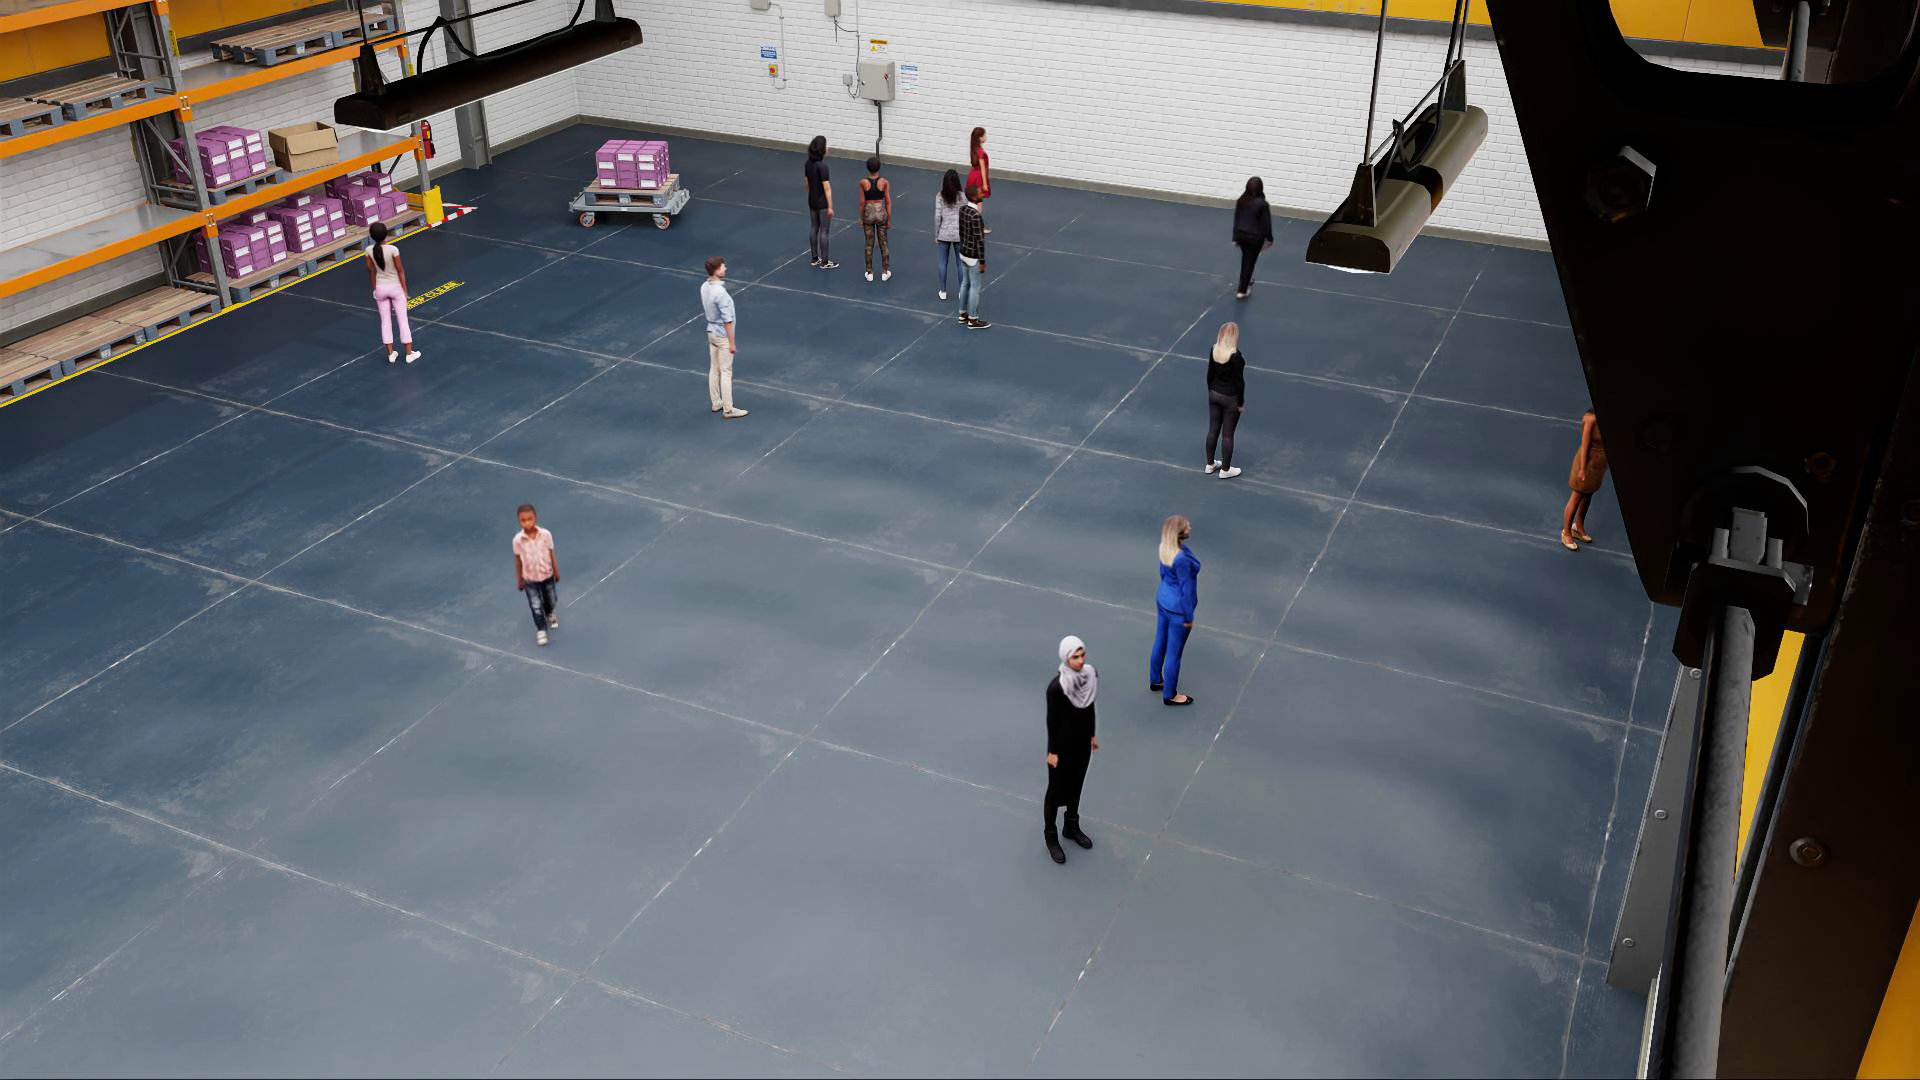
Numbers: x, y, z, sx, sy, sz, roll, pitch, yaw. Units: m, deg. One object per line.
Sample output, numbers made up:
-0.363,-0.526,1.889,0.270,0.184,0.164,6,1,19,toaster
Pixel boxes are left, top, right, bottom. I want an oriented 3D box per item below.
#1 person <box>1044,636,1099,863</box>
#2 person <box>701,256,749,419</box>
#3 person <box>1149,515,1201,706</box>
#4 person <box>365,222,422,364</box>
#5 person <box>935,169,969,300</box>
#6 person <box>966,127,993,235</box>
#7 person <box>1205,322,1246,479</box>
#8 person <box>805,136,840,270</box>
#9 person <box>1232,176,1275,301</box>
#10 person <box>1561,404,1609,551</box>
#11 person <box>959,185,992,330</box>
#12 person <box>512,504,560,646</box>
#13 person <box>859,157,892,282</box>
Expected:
0.770,1.455,11.800,0.618,1.780,0.739,-21,35,-33,person
-2.681,-2.278,18.574,0.728,1.847,0.730,-19,34,-31,person
1.732,0.555,13.533,0.762,1.701,0.699,-9,30,-17,person
-6.851,-2.982,19.977,0.639,1.740,0.628,2,29,3,person
-0.107,-4.028,21.903,0.687,1.732,0.656,1,29,2,person
0.272,-5.291,24.406,0.744,1.553,0.684,-10,30,-18,person
2.735,-1.453,17.230,0.667,1.686,0.679,-23,36,-35,person
-1.951,-4.679,22.993,0.663,1.831,0.706,-23,36,-36,person
3.786,-3.952,21.908,0.793,1.594,0.926,24,37,36,person
6.018,-0.722,15.886,0.577,1.690,0.691,-21,35,-34,person
0.139,-3.589,21.006,0.777,1.820,0.746,-13,31,-23,person
-3.682,0.262,14.489,0.684,1.300,0.747,-9,30,-15,person
-1.153,-4.360,22.546,0.663,1.700,0.668,-2,29,-3,person
